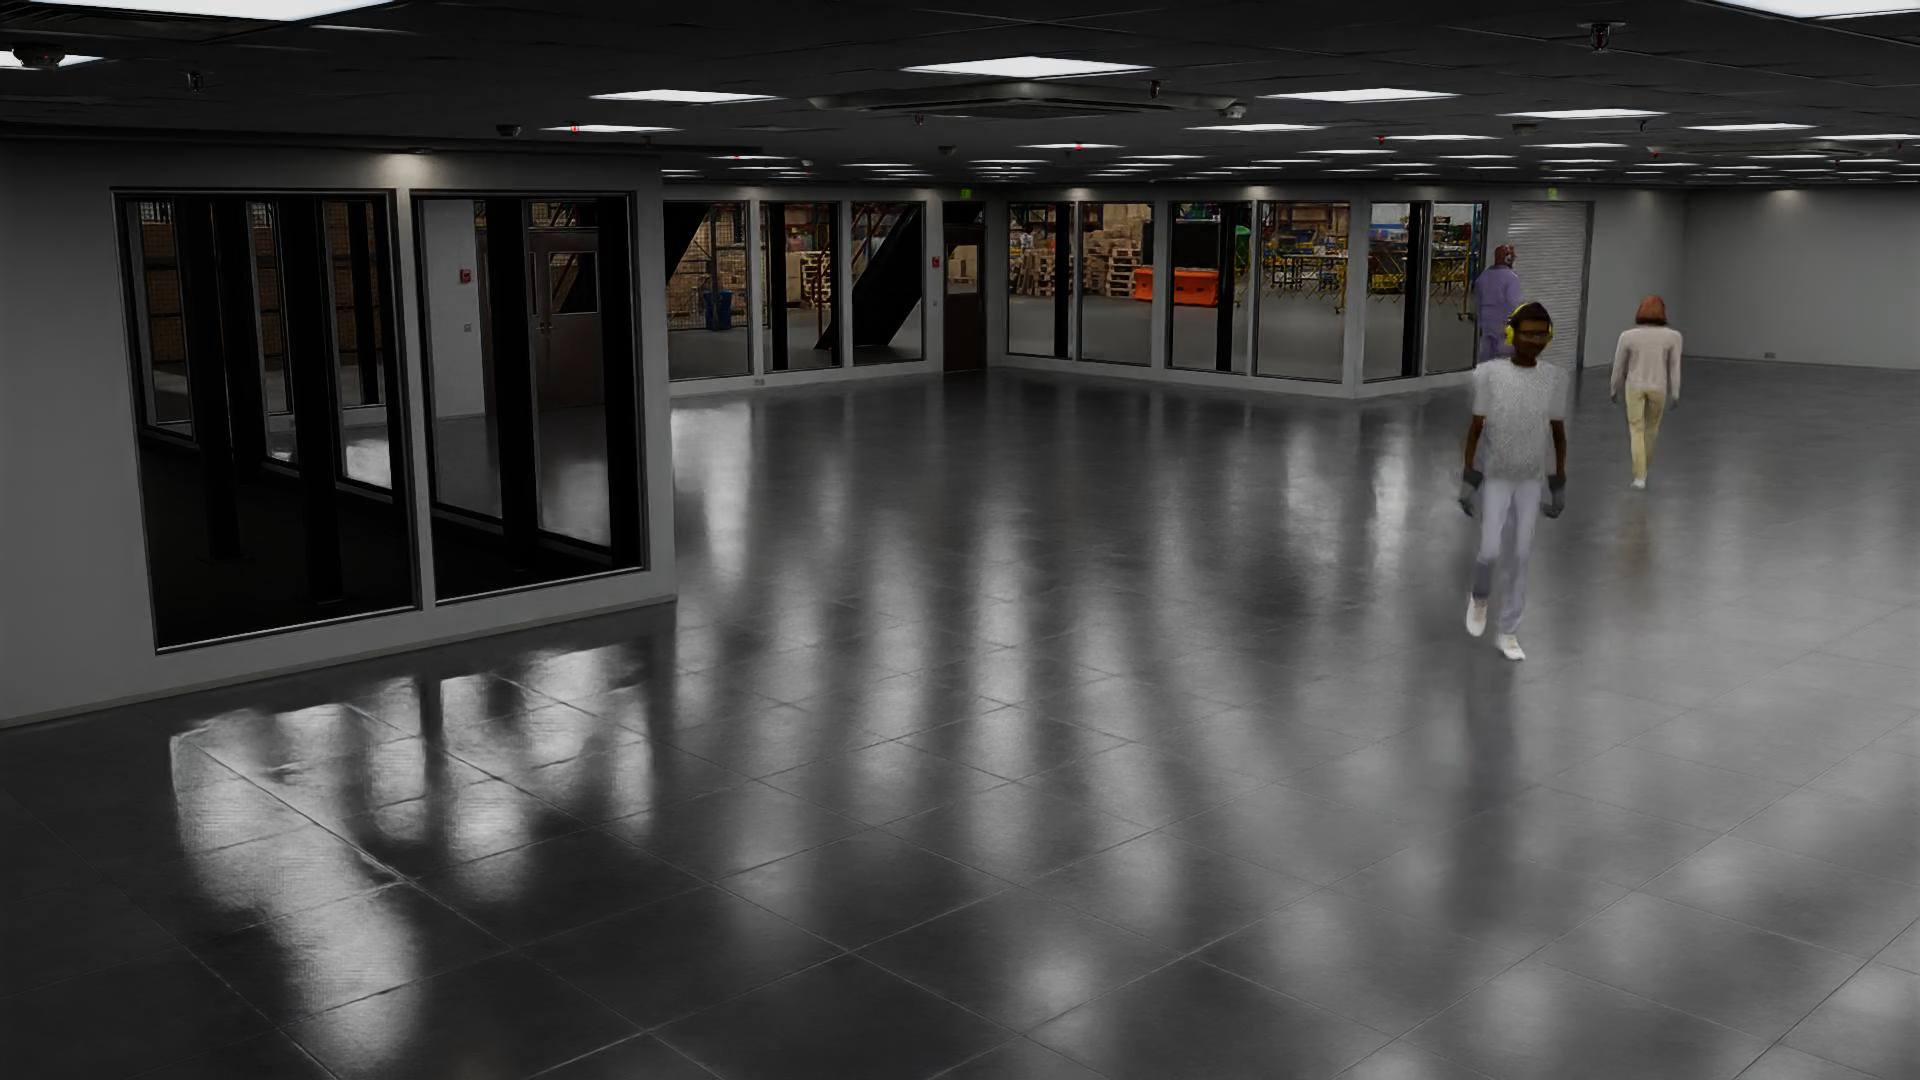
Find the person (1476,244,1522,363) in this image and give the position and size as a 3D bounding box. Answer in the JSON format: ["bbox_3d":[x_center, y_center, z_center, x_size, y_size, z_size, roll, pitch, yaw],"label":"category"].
[{"bbox_3d":[6.306,-2.483,19.404,0.409,1.907,0.651,-5,12,-24],"label":"person"}]

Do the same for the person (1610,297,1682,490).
[{"bbox_3d":[5.753,-1.247,13.993,0.520,1.579,0.845,2,12,12],"label":"person"}]

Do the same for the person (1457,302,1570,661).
[{"bbox_3d":[2.874,-0.311,8.660,0.559,1.854,0.459,0,11,2],"label":"person"}]
